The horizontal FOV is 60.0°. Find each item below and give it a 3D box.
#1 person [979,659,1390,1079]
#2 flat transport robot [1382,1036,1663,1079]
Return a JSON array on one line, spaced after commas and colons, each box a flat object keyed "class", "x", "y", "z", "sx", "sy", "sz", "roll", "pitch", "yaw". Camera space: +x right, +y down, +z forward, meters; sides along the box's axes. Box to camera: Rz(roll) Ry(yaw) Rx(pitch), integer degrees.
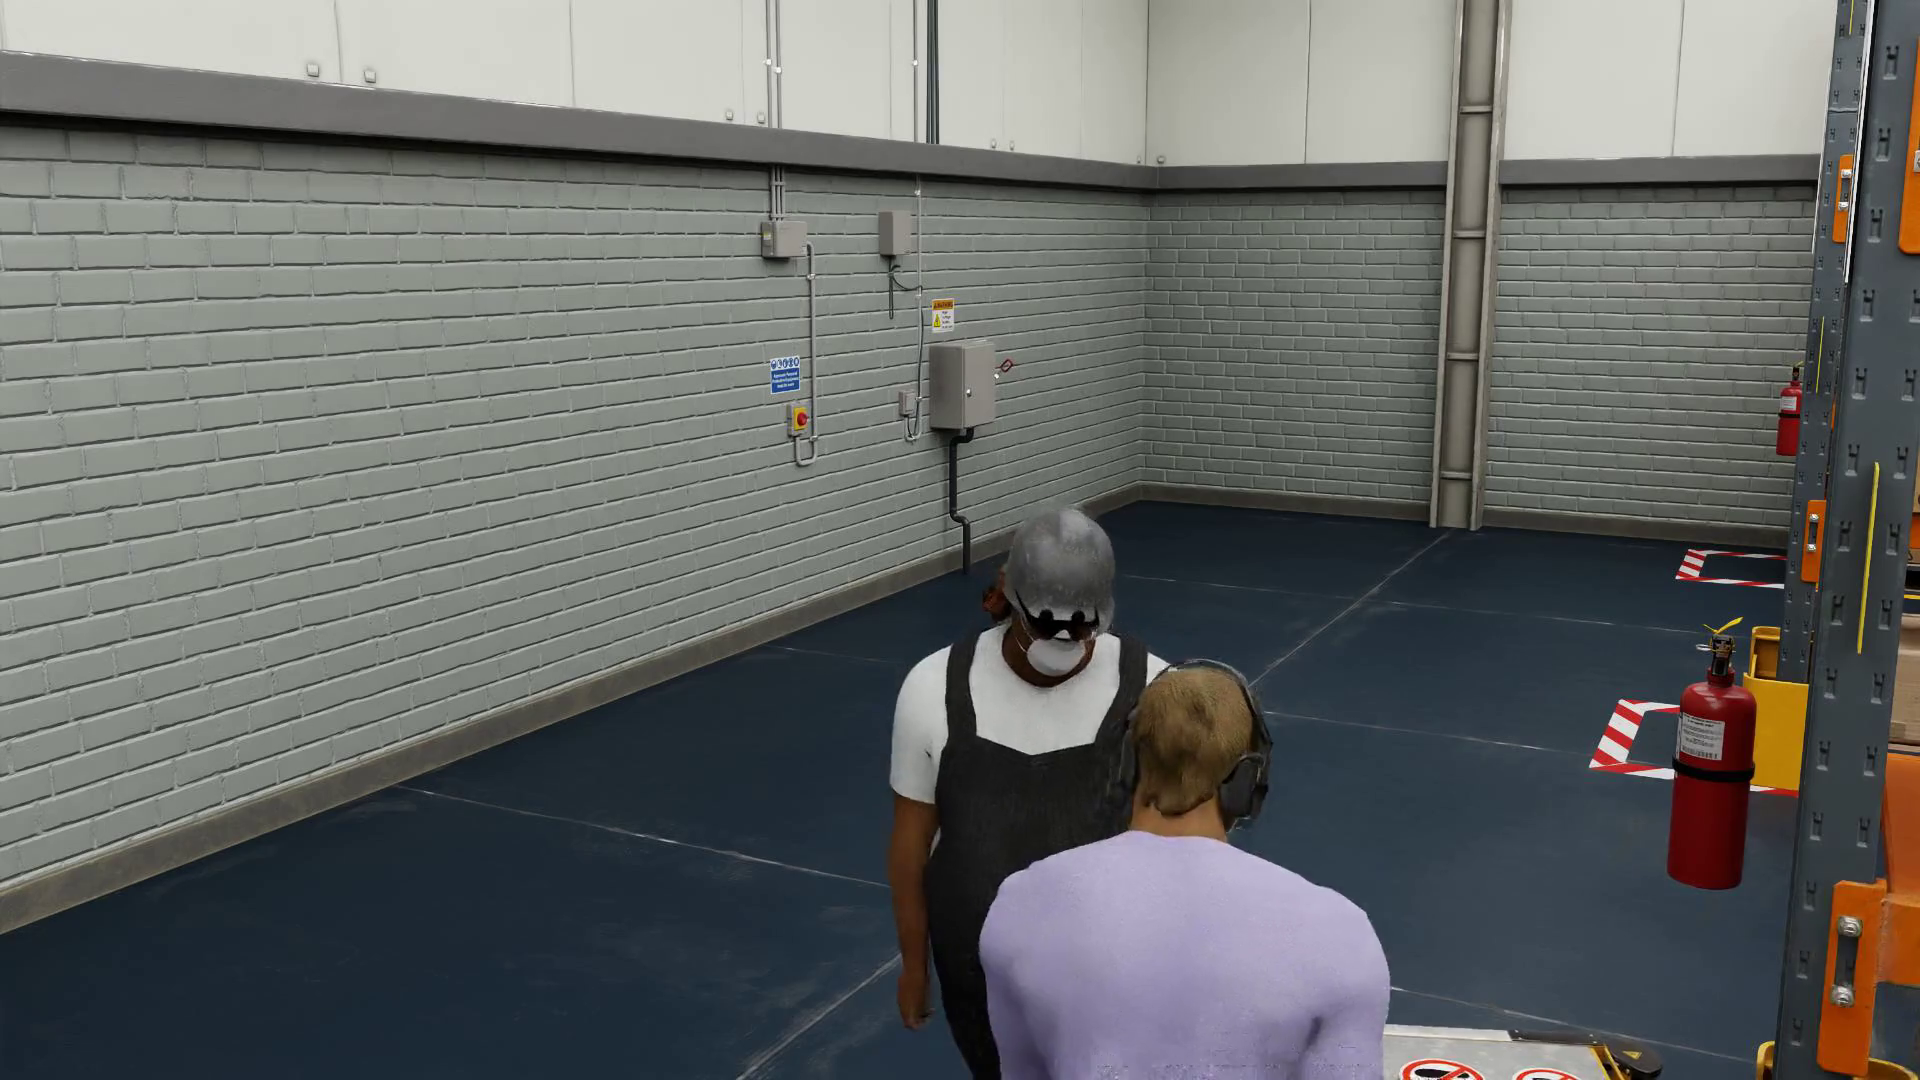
[{"class": "person", "x": 0.371, "y": 1.119, "z": 2.598, "sx": 0.674, "sy": 1.873, "sz": 0.998, "roll": 4, "pitch": 11, "yaw": 22}, {"class": "flat transport robot", "x": 1.235, "y": 1.563, "z": 4.549, "sx": 1.431, "sy": 0.197, "sz": 0.652, "roll": 1, "pitch": 10, "yaw": 7}]
